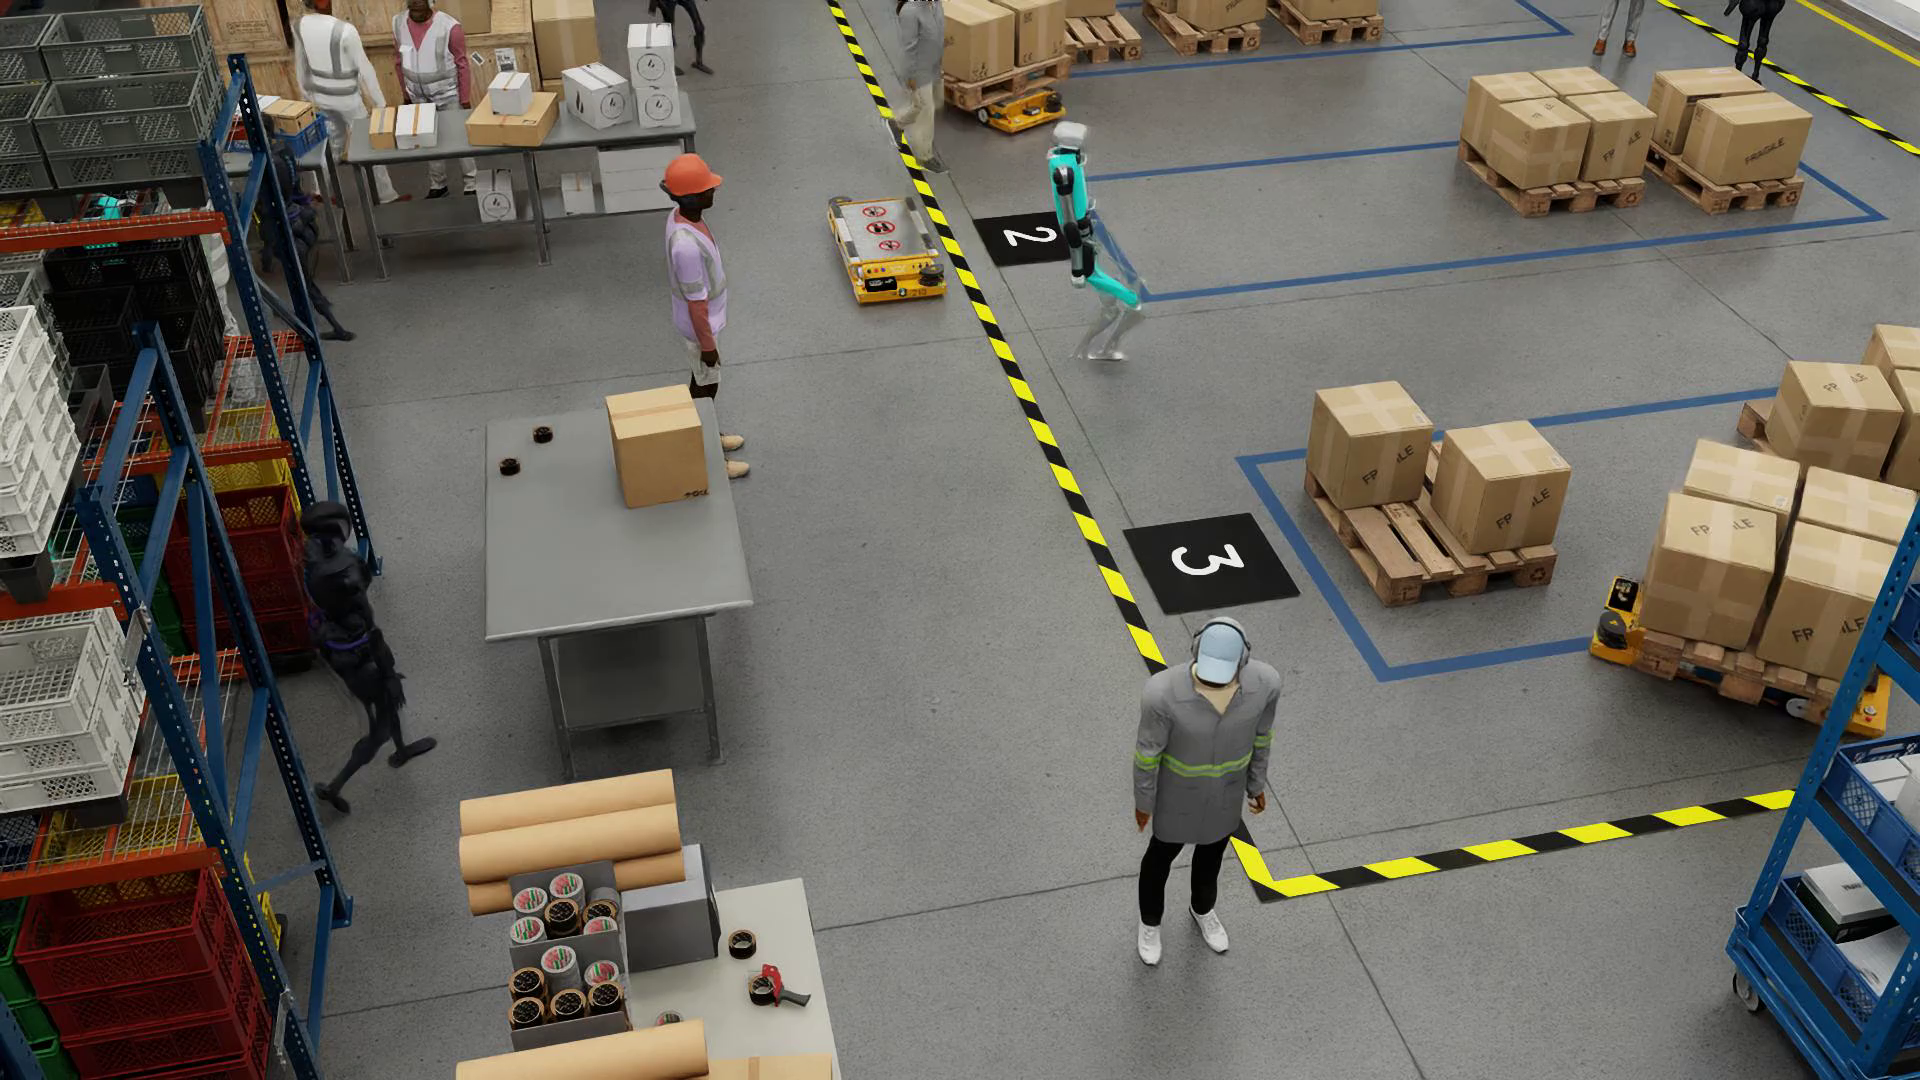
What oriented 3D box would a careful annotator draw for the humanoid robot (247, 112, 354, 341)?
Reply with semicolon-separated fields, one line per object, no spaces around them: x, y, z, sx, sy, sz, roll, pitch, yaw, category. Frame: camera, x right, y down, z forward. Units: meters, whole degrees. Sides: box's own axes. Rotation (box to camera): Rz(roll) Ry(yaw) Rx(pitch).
-4.567;-2.091;11.203;0.675;1.637;0.587;4;37;6;humanoid robot

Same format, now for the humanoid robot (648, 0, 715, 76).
-2.582;-5.041;15.152;0.610;1.640;0.475;-30;46;-34;humanoid robot

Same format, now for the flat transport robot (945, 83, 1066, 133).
0.235;-4.040;14.960;0.652;0.197;1.431;-27;44;-31;flat transport robot

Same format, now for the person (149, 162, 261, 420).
-4.751;-1.659;10.377;0.387;1.946;0.613;-16;39;-20;person

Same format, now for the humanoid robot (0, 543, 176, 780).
-3.957;0.443;7.704;0.688;1.769;0.531;-7;37;-10;humanoid robot

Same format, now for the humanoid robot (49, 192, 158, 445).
-5.082;-1.315;10.005;0.530;1.692;0.735;-5;37;-6;humanoid robot

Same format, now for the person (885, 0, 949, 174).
-0.353;-3.870;13.514;0.574;1.750;0.574;16;40;21;person

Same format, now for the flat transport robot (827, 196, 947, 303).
-0.570;-2.220;12.538;0.659;0.231;1.431;-8;37;-10;flat transport robot

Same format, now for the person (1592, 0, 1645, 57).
6.349;-5.482;15.569;0.589;1.883;0.366;8;37;10;person

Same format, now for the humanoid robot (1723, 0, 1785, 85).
7.205;-4.904;14.950;0.599;1.659;0.315;-13;39;-17;humanoid robot

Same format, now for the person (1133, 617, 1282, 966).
0.998;1.036;6.836;0.592;1.849;0.395;-7;37;-9;person

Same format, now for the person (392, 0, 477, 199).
-4.080;-3.475;12.909;0.596;1.836;0.404;6;37;9;person

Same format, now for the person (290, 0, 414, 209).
-4.746;-3.363;12.744;0.700;1.866;0.577;16;40;21;person

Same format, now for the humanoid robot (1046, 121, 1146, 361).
0.941;-1.845;10.821;0.801;1.796;0.559;3;37;4;humanoid robot

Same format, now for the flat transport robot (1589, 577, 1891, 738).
4.138;0.559;8.779;1.431;0.197;0.652;17;40;22;flat transport robot

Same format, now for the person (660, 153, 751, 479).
-1.508;-1.308;9.824;0.366;2.048;0.606;-6;37;-8;person

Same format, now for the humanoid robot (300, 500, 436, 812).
-2.864;0.526;7.687;0.610;1.636;0.671;30;46;34;humanoid robot
